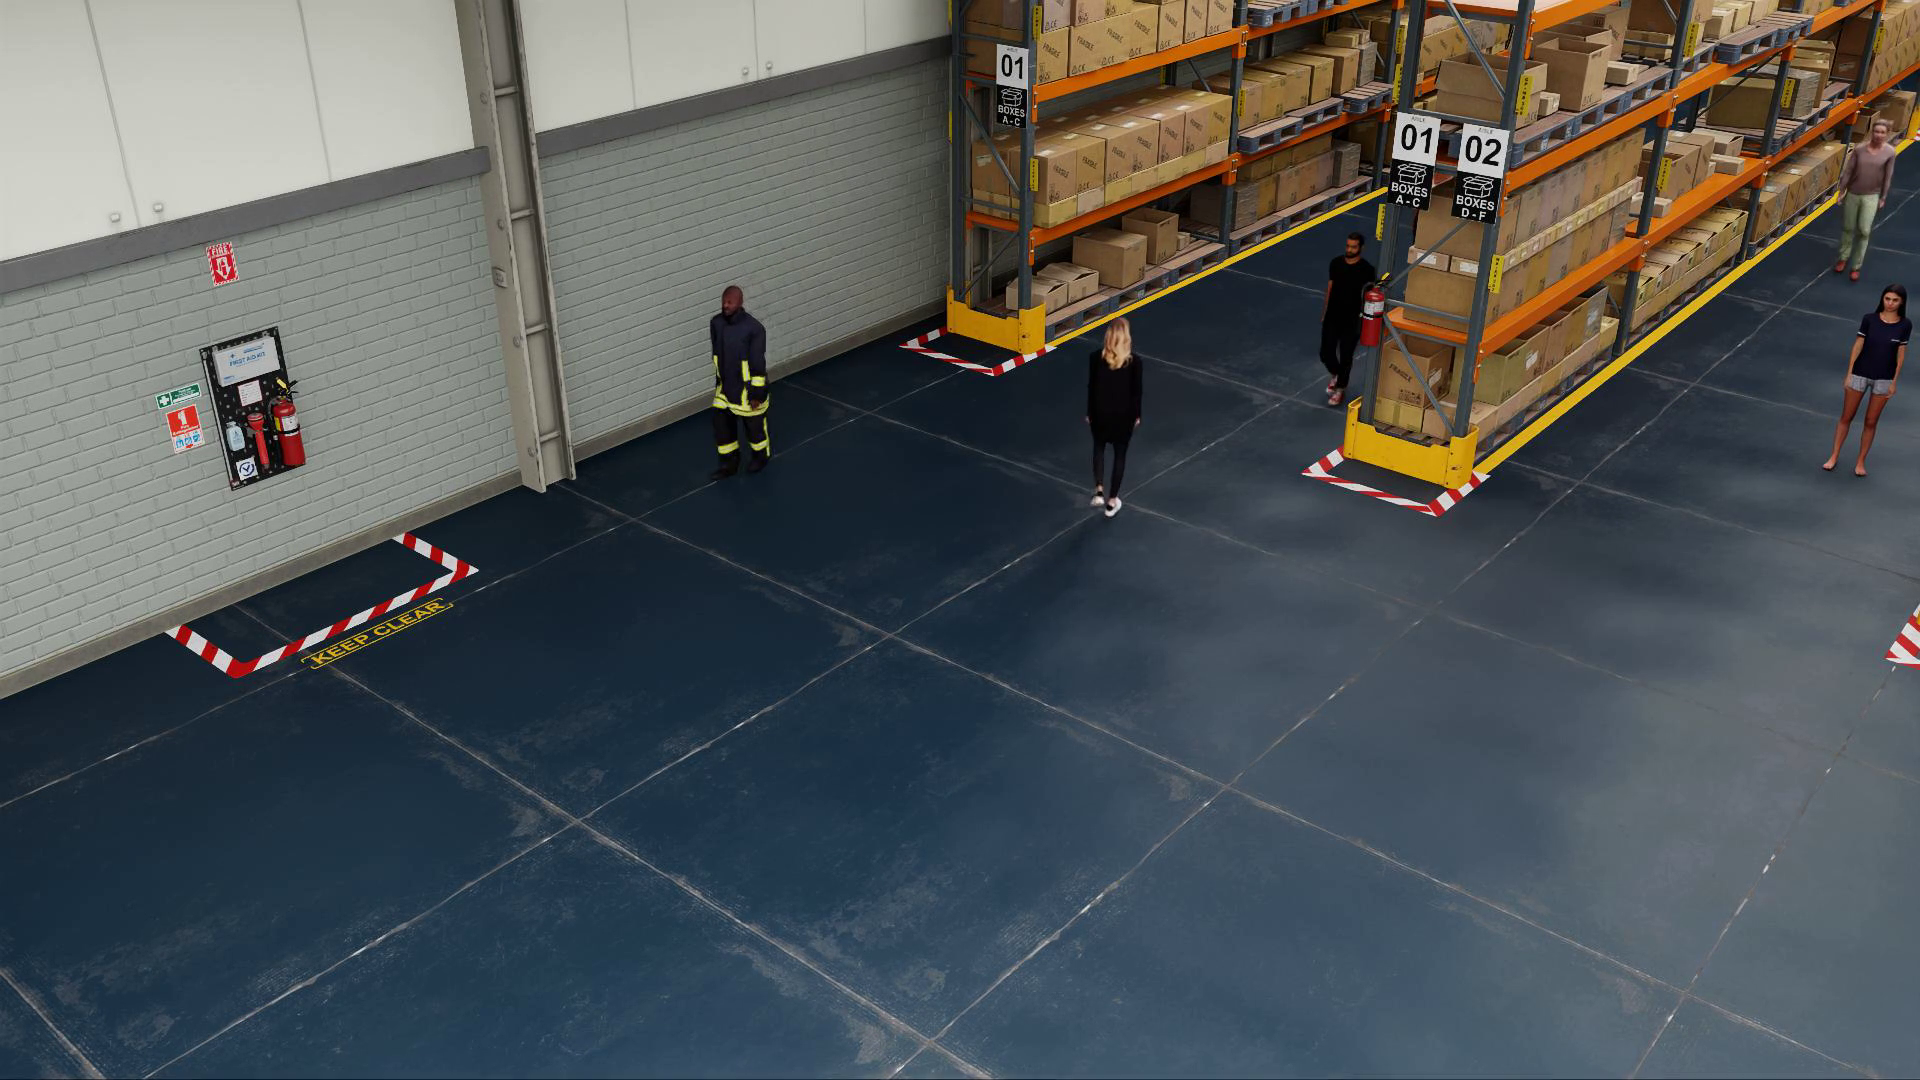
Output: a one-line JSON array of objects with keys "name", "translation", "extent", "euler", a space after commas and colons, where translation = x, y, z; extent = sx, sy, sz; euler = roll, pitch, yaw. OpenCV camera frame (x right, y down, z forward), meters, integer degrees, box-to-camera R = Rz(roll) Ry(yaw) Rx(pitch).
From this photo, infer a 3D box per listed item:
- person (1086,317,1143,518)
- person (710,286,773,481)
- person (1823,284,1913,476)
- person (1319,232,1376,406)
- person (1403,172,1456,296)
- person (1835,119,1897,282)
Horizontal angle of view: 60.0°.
[{"name": "person", "translation": [1.268, -0.991, 14.029], "extent": [0.756, 1.789, 0.814], "euler": [7, 29, 13]}, {"name": "person", "translation": [-1.911, -1.453, 14.891], "extent": [0.893, 1.795, 1.033], "euler": [12, 30, 22]}, {"name": "person", "translation": [8.176, -1.447, 14.910], "extent": [0.617, 1.766, 0.573], "euler": [15, 31, 25]}, {"name": "person", "translation": [3.818, -2.199, 16.344], "extent": [0.668, 1.747, 0.687], "euler": [19, 33, 31]}, {"name": "person", "translation": [5.414, -3.643, 18.989], "extent": [0.694, 1.807, 0.666], "euler": [14, 31, 24]}, {"name": "person", "translation": [10.733, -4.087, 19.773], "extent": [0.702, 1.855, 0.911], "euler": [19, 33, 31]}]
